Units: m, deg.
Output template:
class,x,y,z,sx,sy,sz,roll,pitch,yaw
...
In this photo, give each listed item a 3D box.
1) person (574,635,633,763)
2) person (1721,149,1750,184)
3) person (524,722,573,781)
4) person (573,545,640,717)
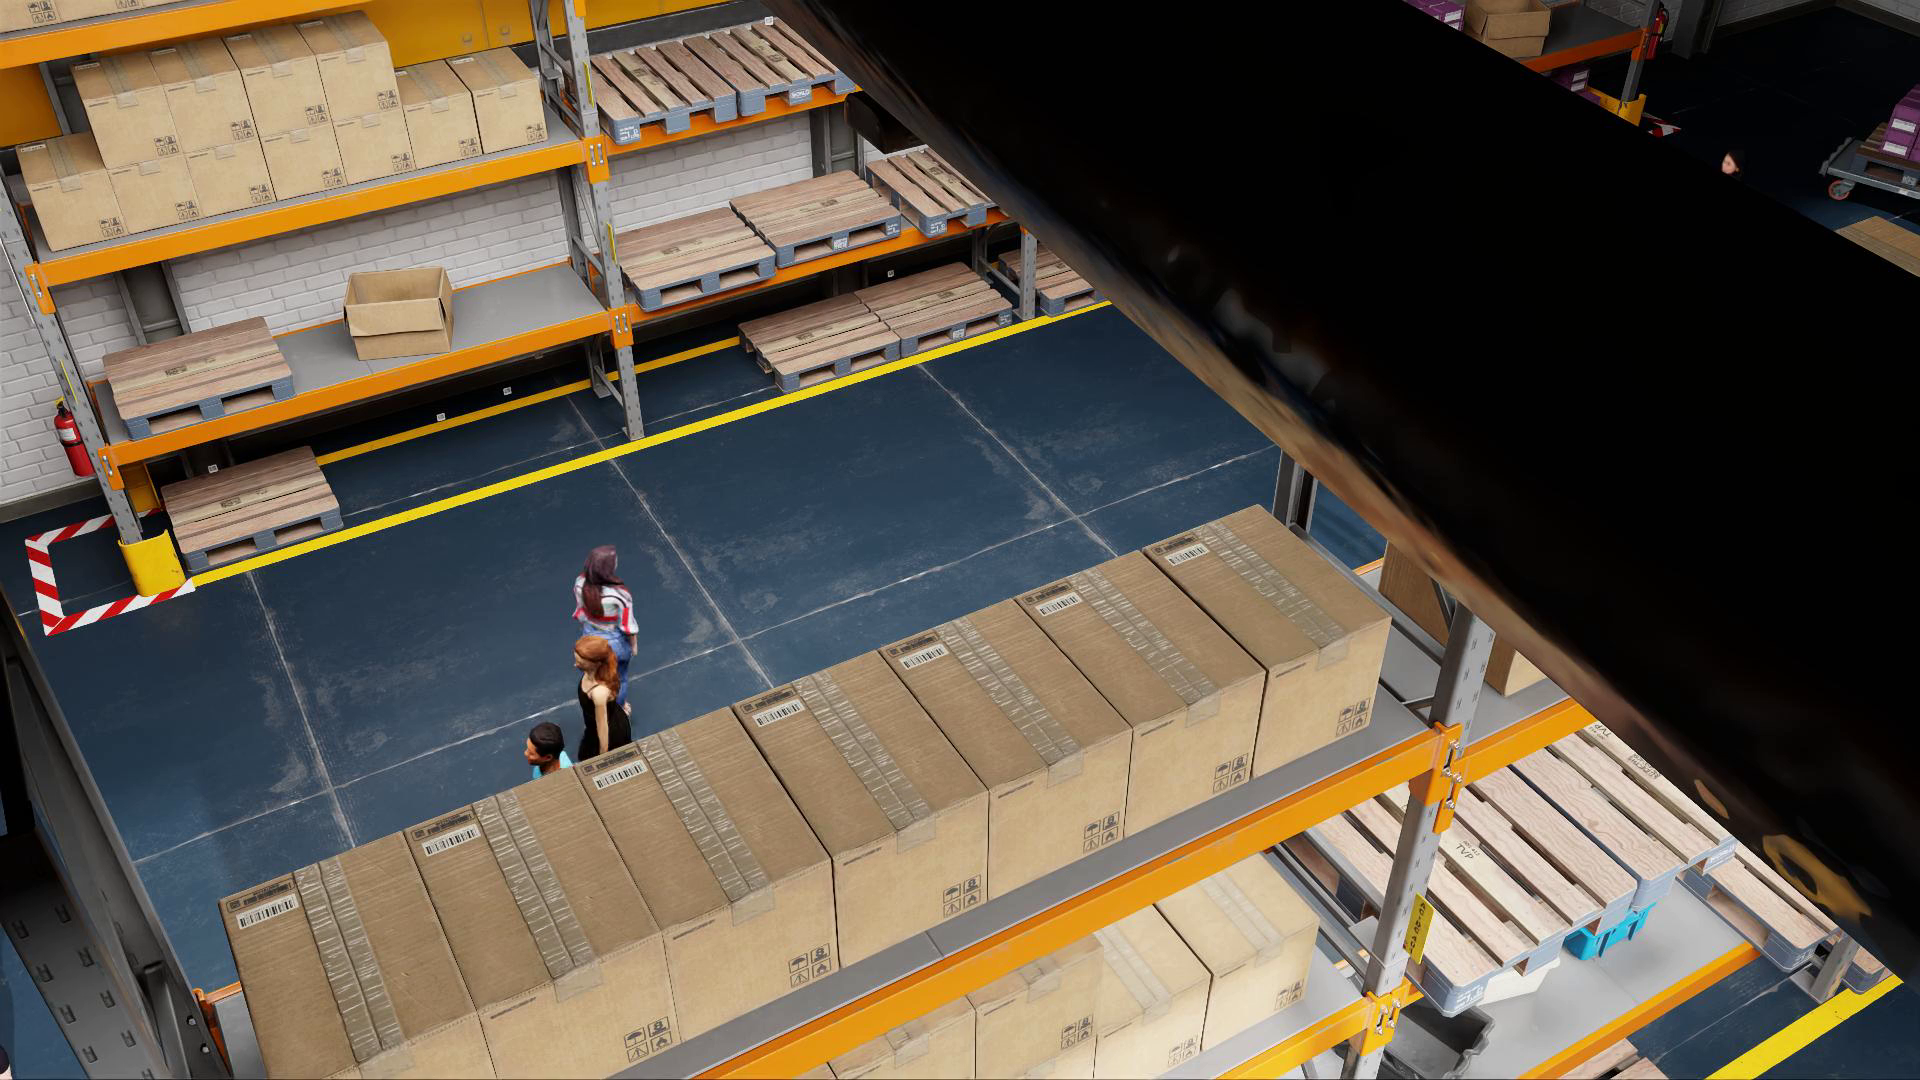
class,x,y,z,sx,sy,sz,roll,pitch,yaw
person,-2.143,1.200,10.554,0.961,1.604,0.733,-10,40,-12
person,7.090,-2.805,15.495,1.216,1.696,0.937,-4,39,-4
person,-2.224,1.713,9.806,1.232,1.737,0.791,-12,40,-15
person,-2.402,0.728,11.151,0.822,1.596,0.884,9,40,11
